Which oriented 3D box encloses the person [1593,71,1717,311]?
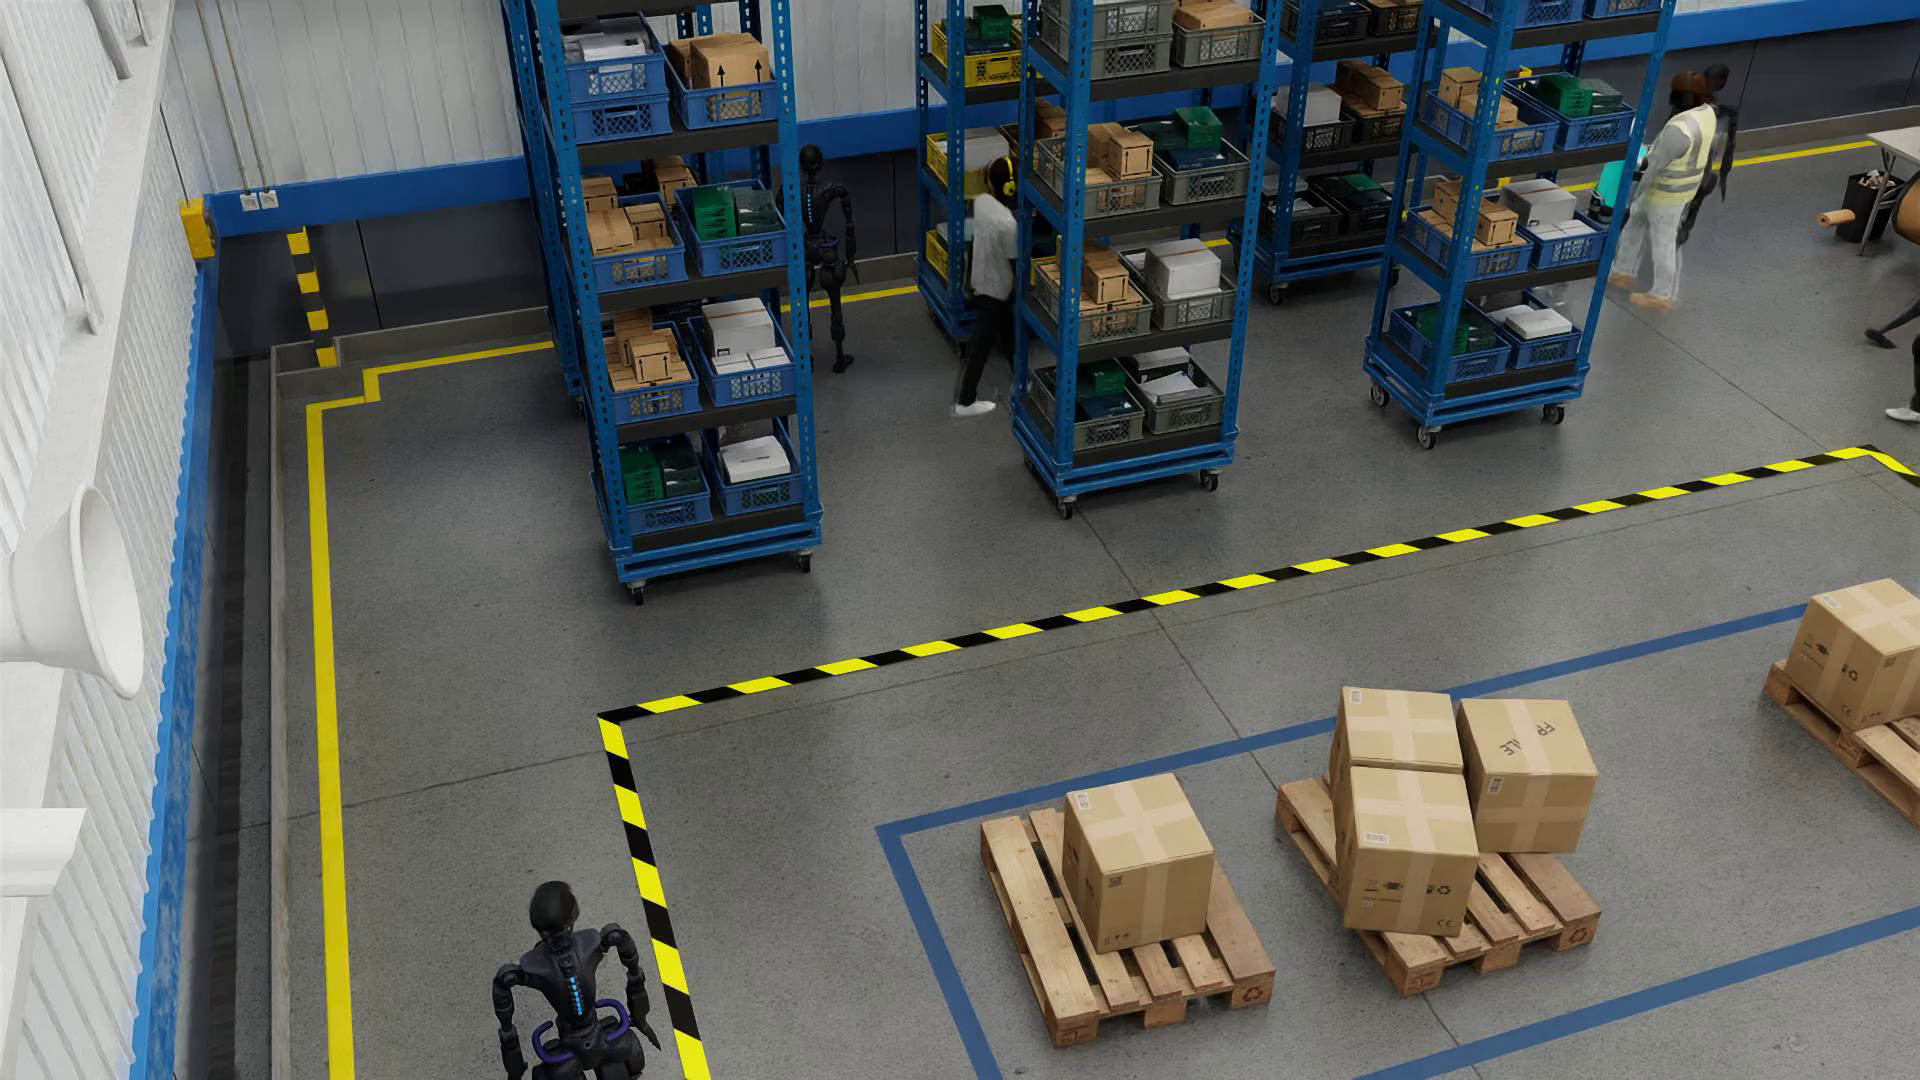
[{"bbox_3d":[5.167,-2.623,12.429,0.768,1.805,0.617,20,40,26],"label":"person"}]

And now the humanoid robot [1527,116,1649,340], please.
[{"bbox_3d":[4.349,-2.115,11.805,0.796,1.804,0.540,0,35,0],"label":"humanoid robot"}]

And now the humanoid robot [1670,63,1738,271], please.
[{"bbox_3d":[5.714,-2.907,12.969,0.592,1.643,0.609,-28,44,-33],"label":"humanoid robot"}]

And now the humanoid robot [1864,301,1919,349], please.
[{"bbox_3d":[7.042,-2.040,11.767,0.752,1.630,0.587,21,40,27],"label":"humanoid robot"}]

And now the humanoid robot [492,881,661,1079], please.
[{"bbox_3d":[-1.402,1.891,6.140,0.599,1.655,0.315,-18,39,-23],"label":"humanoid robot"}]

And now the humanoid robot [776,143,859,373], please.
[{"bbox_3d":[-1.007,-1.957,11.594,0.599,1.658,0.315,3,35,5],"label":"humanoid robot"}]

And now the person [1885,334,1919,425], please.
[{"bbox_3d":[6.593,-1.557,10.902,0.596,1.837,0.542,-14,38,-19],"label":"person"}]

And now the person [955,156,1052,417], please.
[{"bbox_3d":[0.340,-1.684,11.083,0.895,1.830,0.548,-13,37,-18],"label":"person"}]
